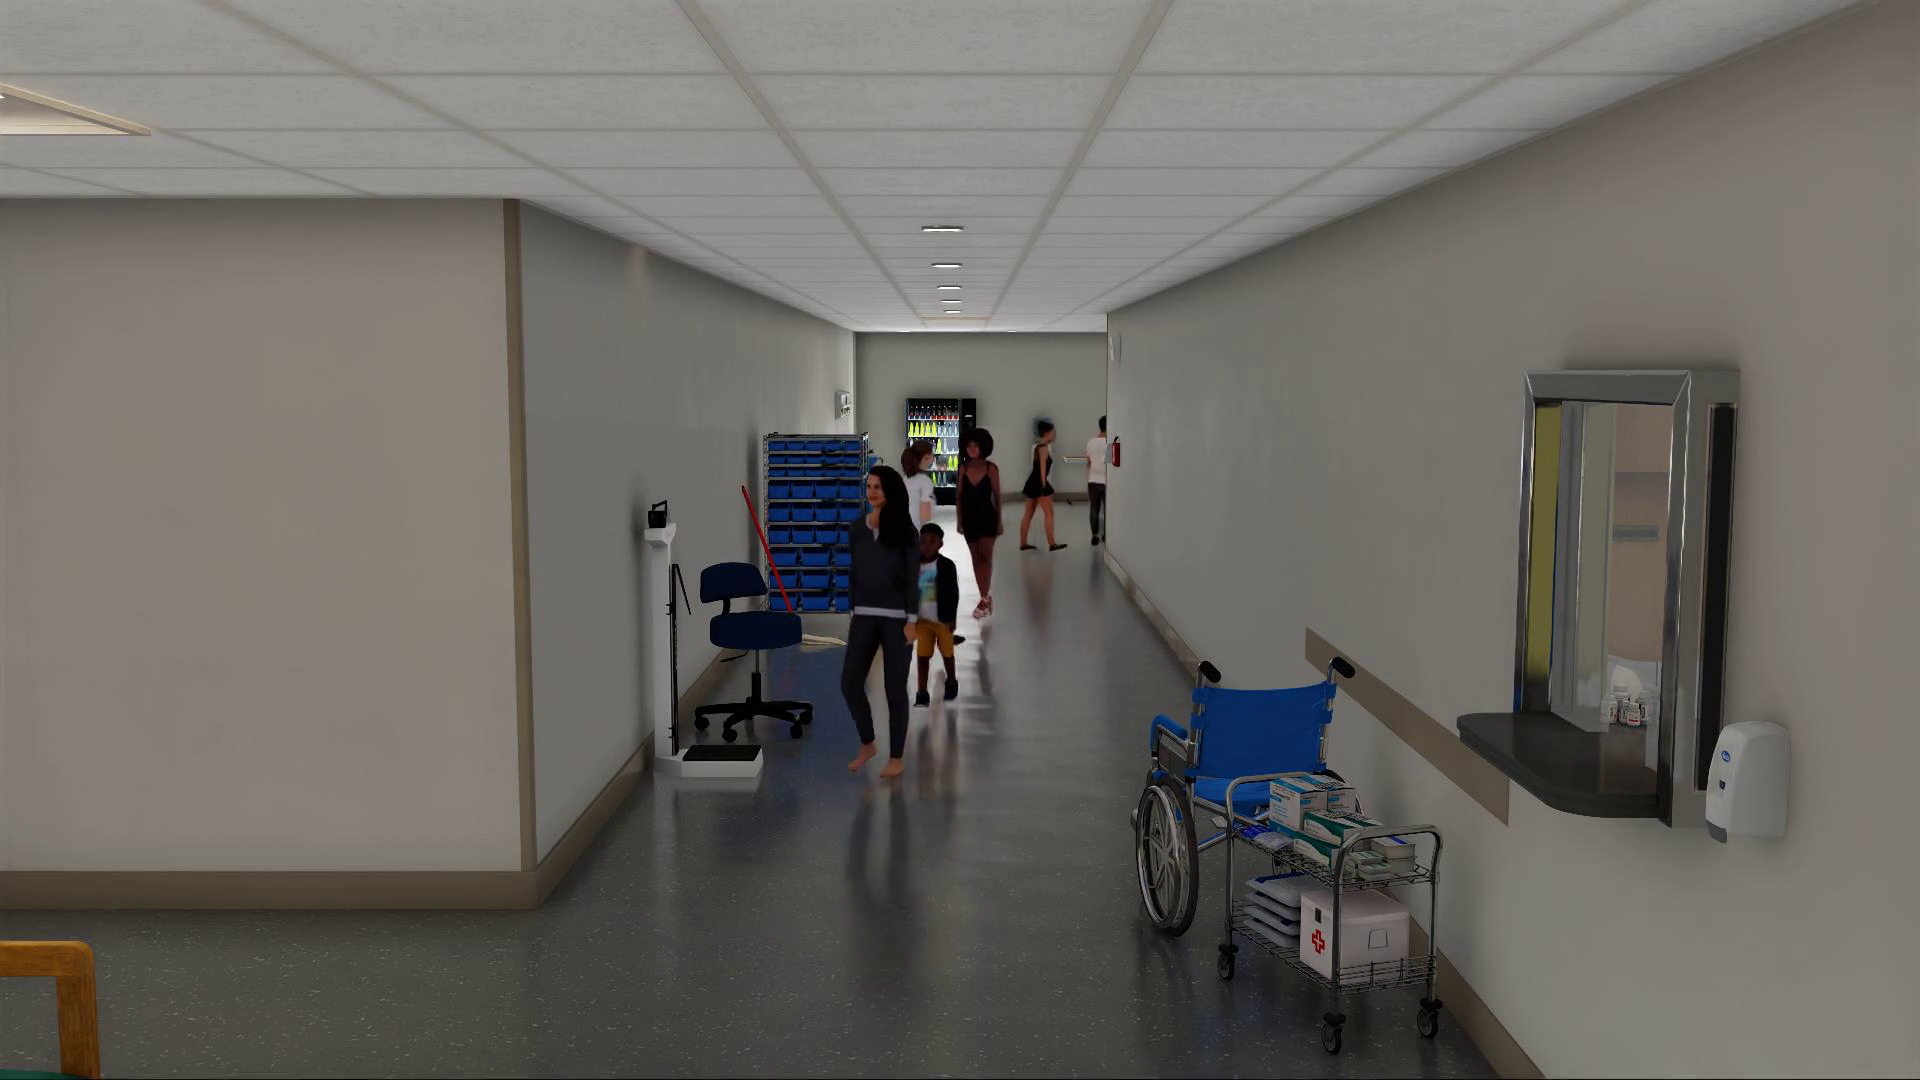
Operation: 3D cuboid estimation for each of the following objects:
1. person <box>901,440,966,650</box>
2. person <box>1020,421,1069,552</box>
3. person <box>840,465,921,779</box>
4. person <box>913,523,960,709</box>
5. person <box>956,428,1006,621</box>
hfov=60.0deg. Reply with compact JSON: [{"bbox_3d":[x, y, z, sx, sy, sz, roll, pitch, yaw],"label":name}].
[{"bbox_3d":[-0.419,0.099,13.202,1.020,1.709,1.057,4,7,37],"label":"person"},{"bbox_3d":[0.953,-0.674,21.127,0.840,1.661,0.659,-2,6,-15],"label":"person"},{"bbox_3d":[-0.403,0.453,9.437,0.644,1.759,0.754,2,6,17],"label":"person"},{"bbox_3d":[-0.142,0.516,11.366,0.879,1.247,0.735,2,6,16],"label":"person"},{"bbox_3d":[0.205,-0.130,15.246,1.016,1.756,0.827,2,6,16],"label":"person"}]
